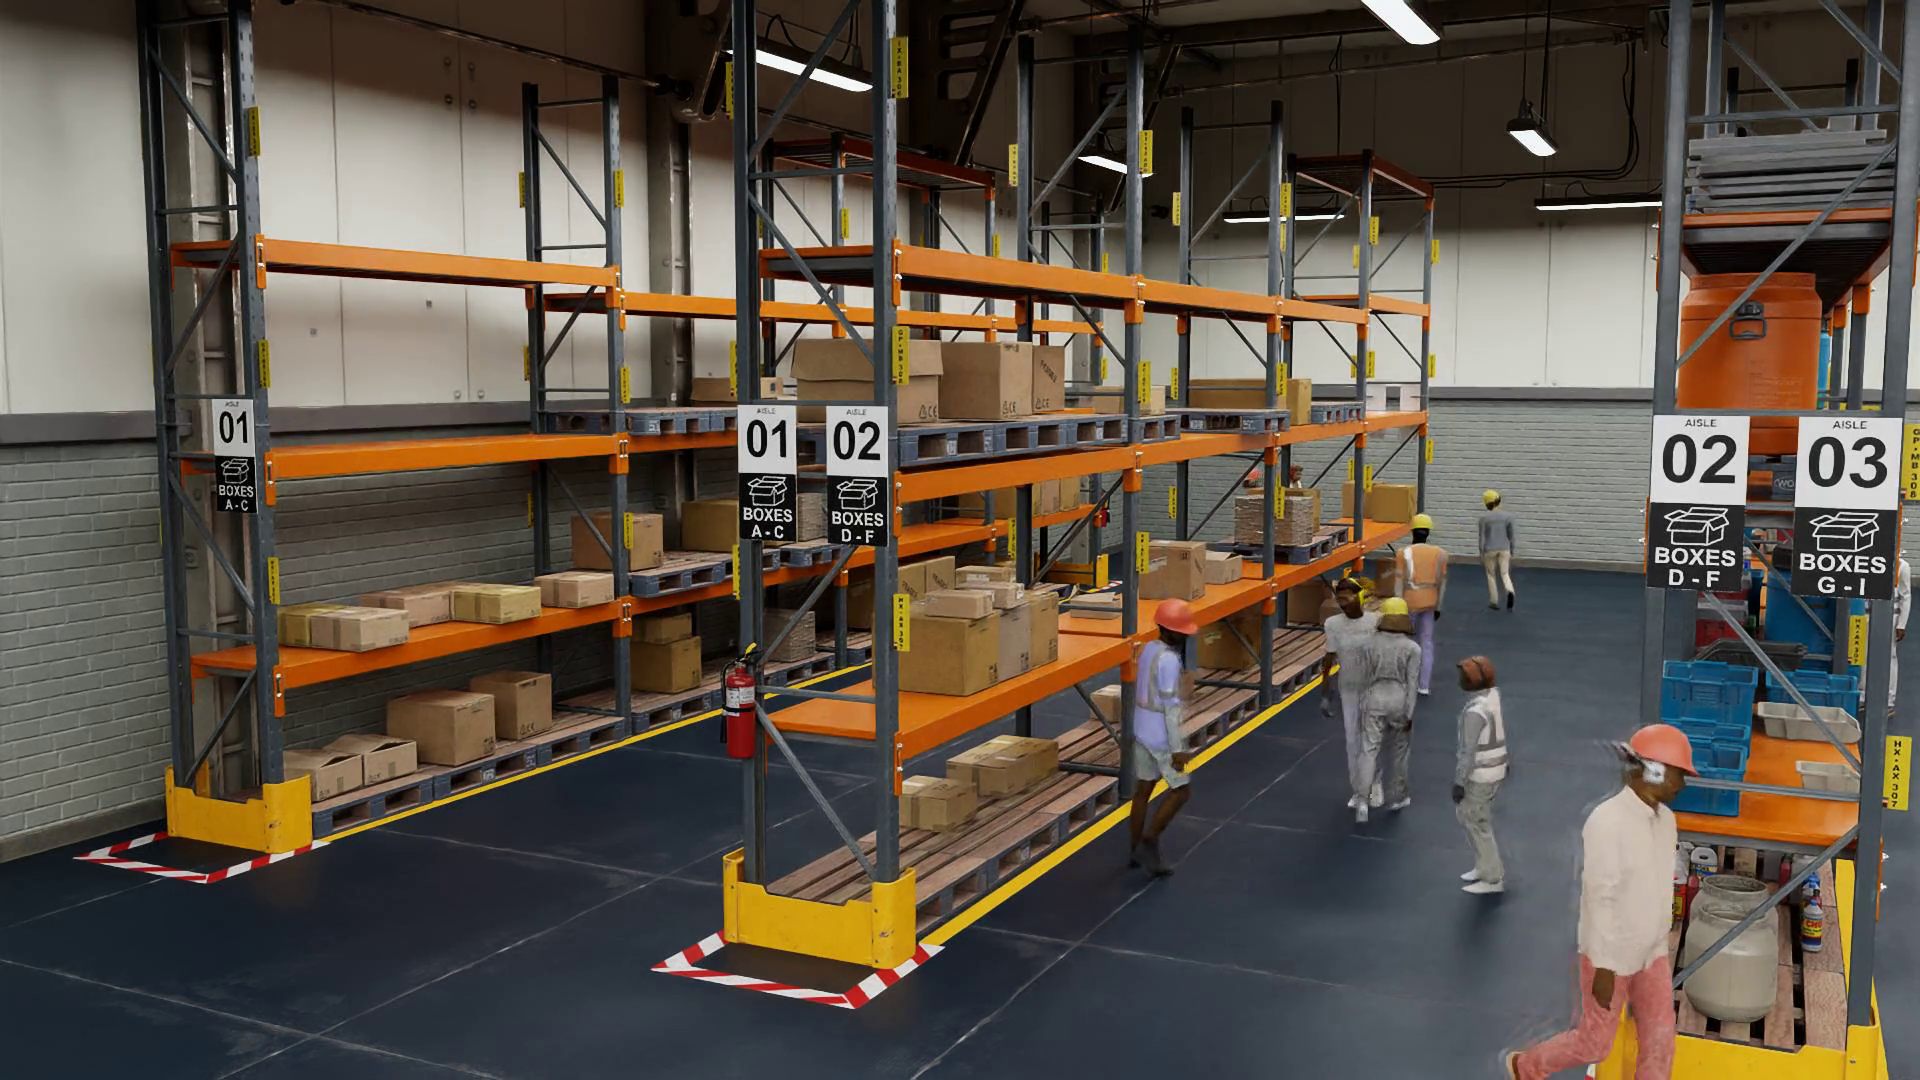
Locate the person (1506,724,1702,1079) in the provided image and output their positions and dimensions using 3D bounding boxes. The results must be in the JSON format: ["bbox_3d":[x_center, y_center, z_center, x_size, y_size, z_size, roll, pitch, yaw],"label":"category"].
[{"bbox_3d":[2.788,1.731,7.135,0.619,1.941,0.866,-3,7,-30],"label":"person"}]

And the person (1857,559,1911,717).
[{"bbox_3d":[9.069,0.804,16.425,0.339,1.882,0.581,-3,6,-25],"label":"person"}]

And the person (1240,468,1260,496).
[{"bbox_3d":[4.315,-0.076,24.572,0.496,1.973,0.647,-1,6,-10],"label":"person"}]

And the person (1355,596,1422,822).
[{"bbox_3d":[3.250,1.284,12.685,0.494,1.692,0.889,4,7,31],"label":"person"}]

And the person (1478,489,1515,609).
[{"bbox_3d":[7.601,0.150,23.501,0.543,1.728,0.628,0,6,-3],"label":"person"}]

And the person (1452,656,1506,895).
[{"bbox_3d":[3.372,1.525,10.768,0.343,1.596,0.578,3,6,23],"label":"person"}]

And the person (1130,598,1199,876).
[{"bbox_3d":[1.368,1.325,11.234,0.409,1.907,0.655,-1,6,-11],"label":"person"}]

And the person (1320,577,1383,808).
[{"bbox_3d":[3.092,1.189,12.926,0.552,1.833,0.464,2,6,23],"label":"person"}]

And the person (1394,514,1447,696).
[{"bbox_3d":[4.818,0.674,17.632,0.604,1.891,0.801,-1,6,-8],"label":"person"}]
